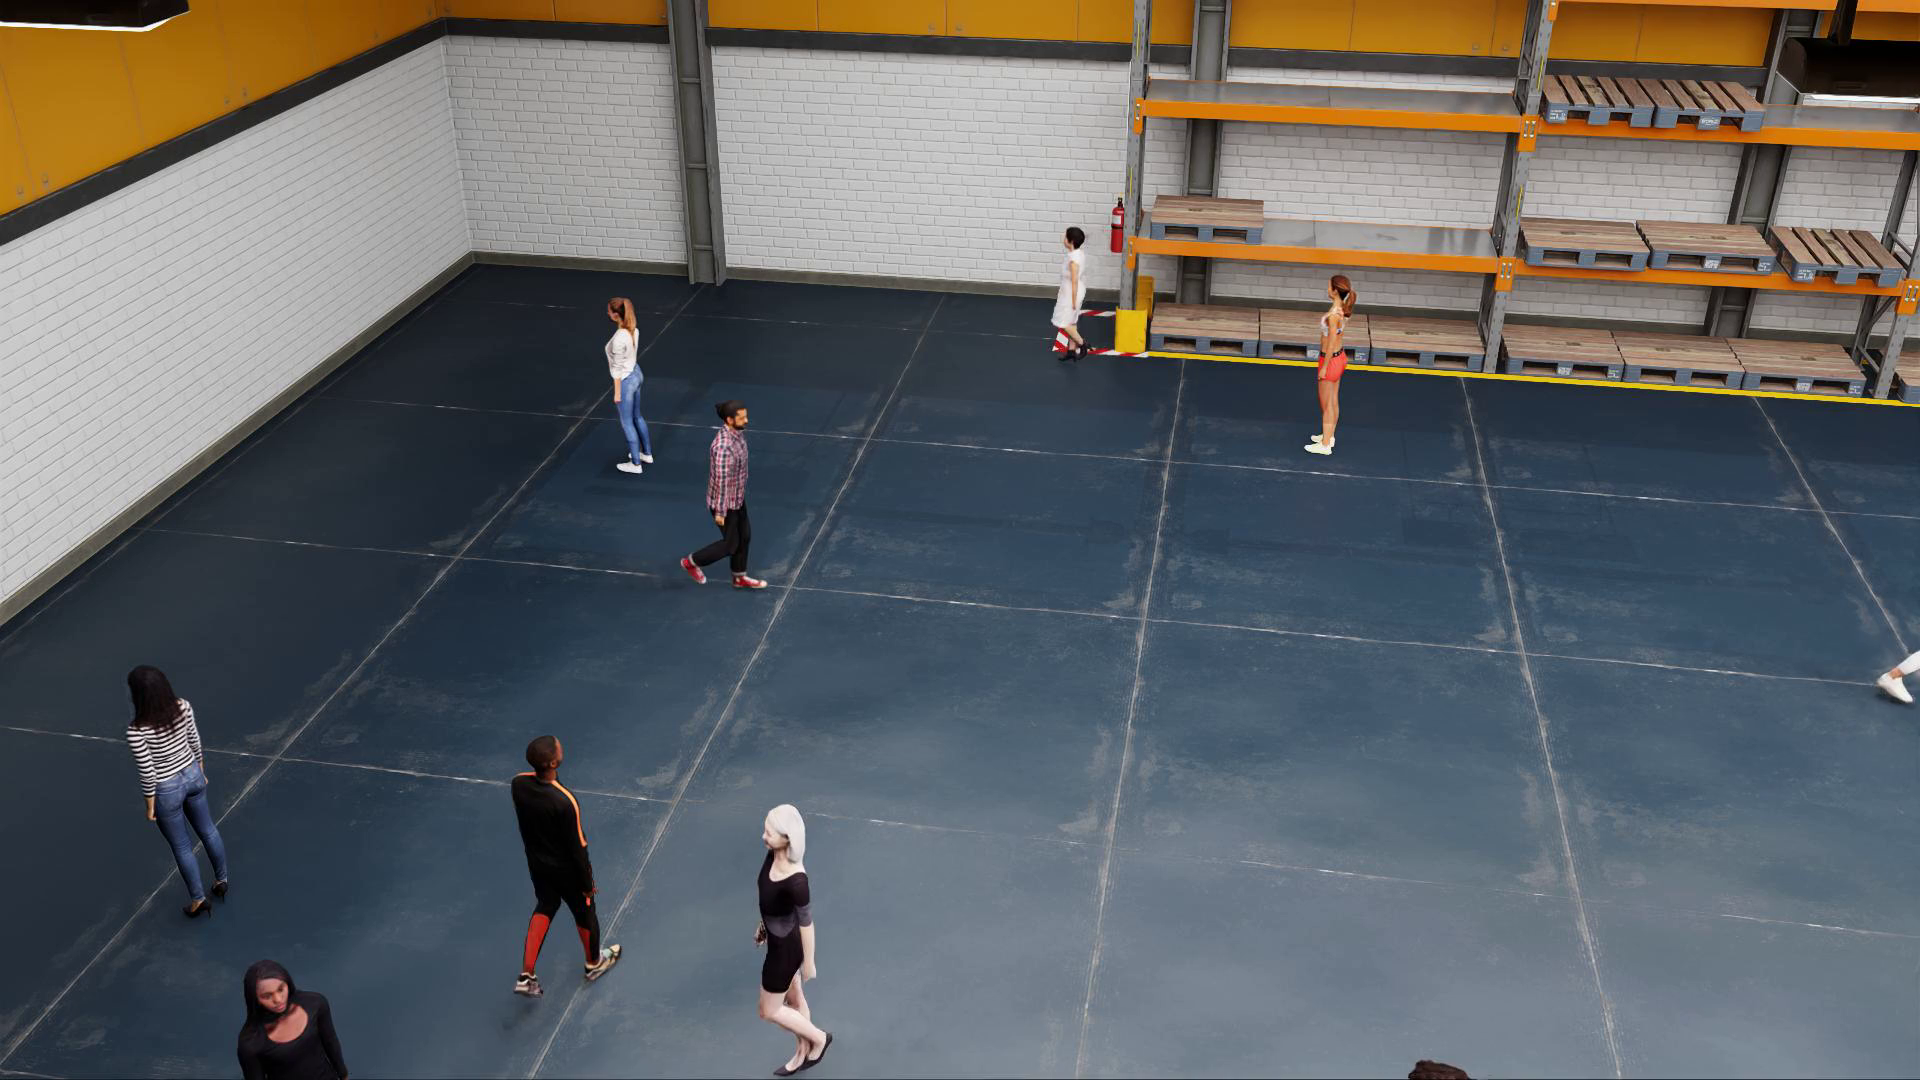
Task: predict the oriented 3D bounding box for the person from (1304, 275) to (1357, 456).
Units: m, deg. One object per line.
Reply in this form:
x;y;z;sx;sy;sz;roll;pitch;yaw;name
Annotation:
3.586;-1.693;16.050;0.648;1.790;0.655;15;32;25;person

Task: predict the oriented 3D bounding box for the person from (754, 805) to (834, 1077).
-0.844;2.165;8.949;0.784;1.818;0.730;-11;30;-19;person

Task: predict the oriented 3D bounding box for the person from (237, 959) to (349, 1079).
-3.230;2.694;8.102;1.102;1.701;0.909;21;35;33;person

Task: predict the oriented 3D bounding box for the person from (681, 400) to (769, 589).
-1.985;-0.347;13.649;0.942;1.727;0.737;2;29;4;person

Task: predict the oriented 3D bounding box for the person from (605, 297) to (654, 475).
-3.130;-1.470;15.713;0.499;1.721;0.587;5;29;9;person

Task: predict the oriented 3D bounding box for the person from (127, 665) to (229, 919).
-4.766;1.531;10.133;0.569;1.797;0.626;13;31;23;person

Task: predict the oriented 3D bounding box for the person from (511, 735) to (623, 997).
-2.354;1.885;9.490;0.985;1.791;0.868;13;31;23;person

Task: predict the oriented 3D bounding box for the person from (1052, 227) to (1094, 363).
1.283;-2.638;18.041;0.706;1.544;0.607;7;29;13;person
